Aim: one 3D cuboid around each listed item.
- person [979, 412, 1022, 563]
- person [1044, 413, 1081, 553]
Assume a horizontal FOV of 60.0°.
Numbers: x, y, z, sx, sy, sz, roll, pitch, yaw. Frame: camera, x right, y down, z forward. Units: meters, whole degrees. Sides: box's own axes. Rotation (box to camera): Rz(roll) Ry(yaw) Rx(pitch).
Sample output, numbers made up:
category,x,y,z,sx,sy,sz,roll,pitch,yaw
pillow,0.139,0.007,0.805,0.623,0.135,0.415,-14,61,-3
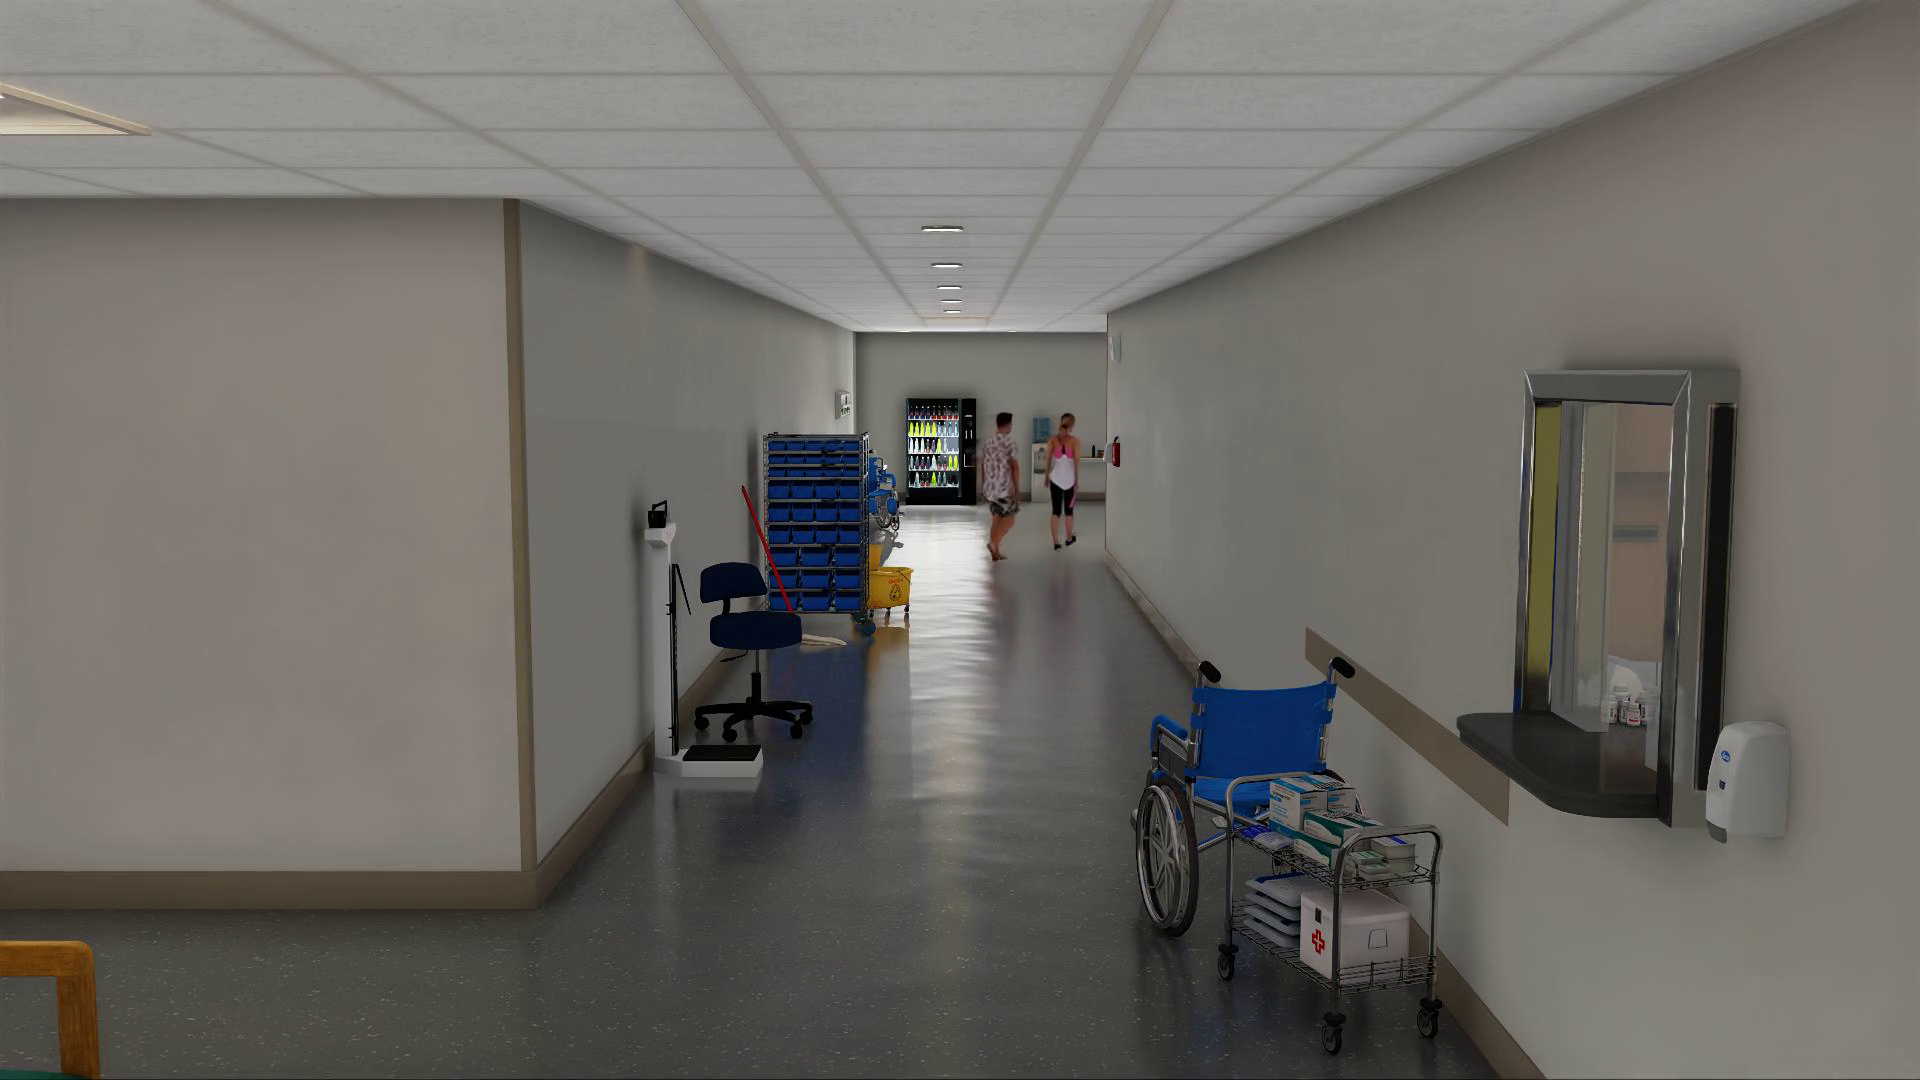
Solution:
category,x,y,z,sx,sy,sz,roll,pitch,yaw
person,0.446,-0.610,19.815,0.978,1.797,1.015,4,7,33
person,1.251,-0.660,20.672,1.208,1.725,0.965,2,6,17
